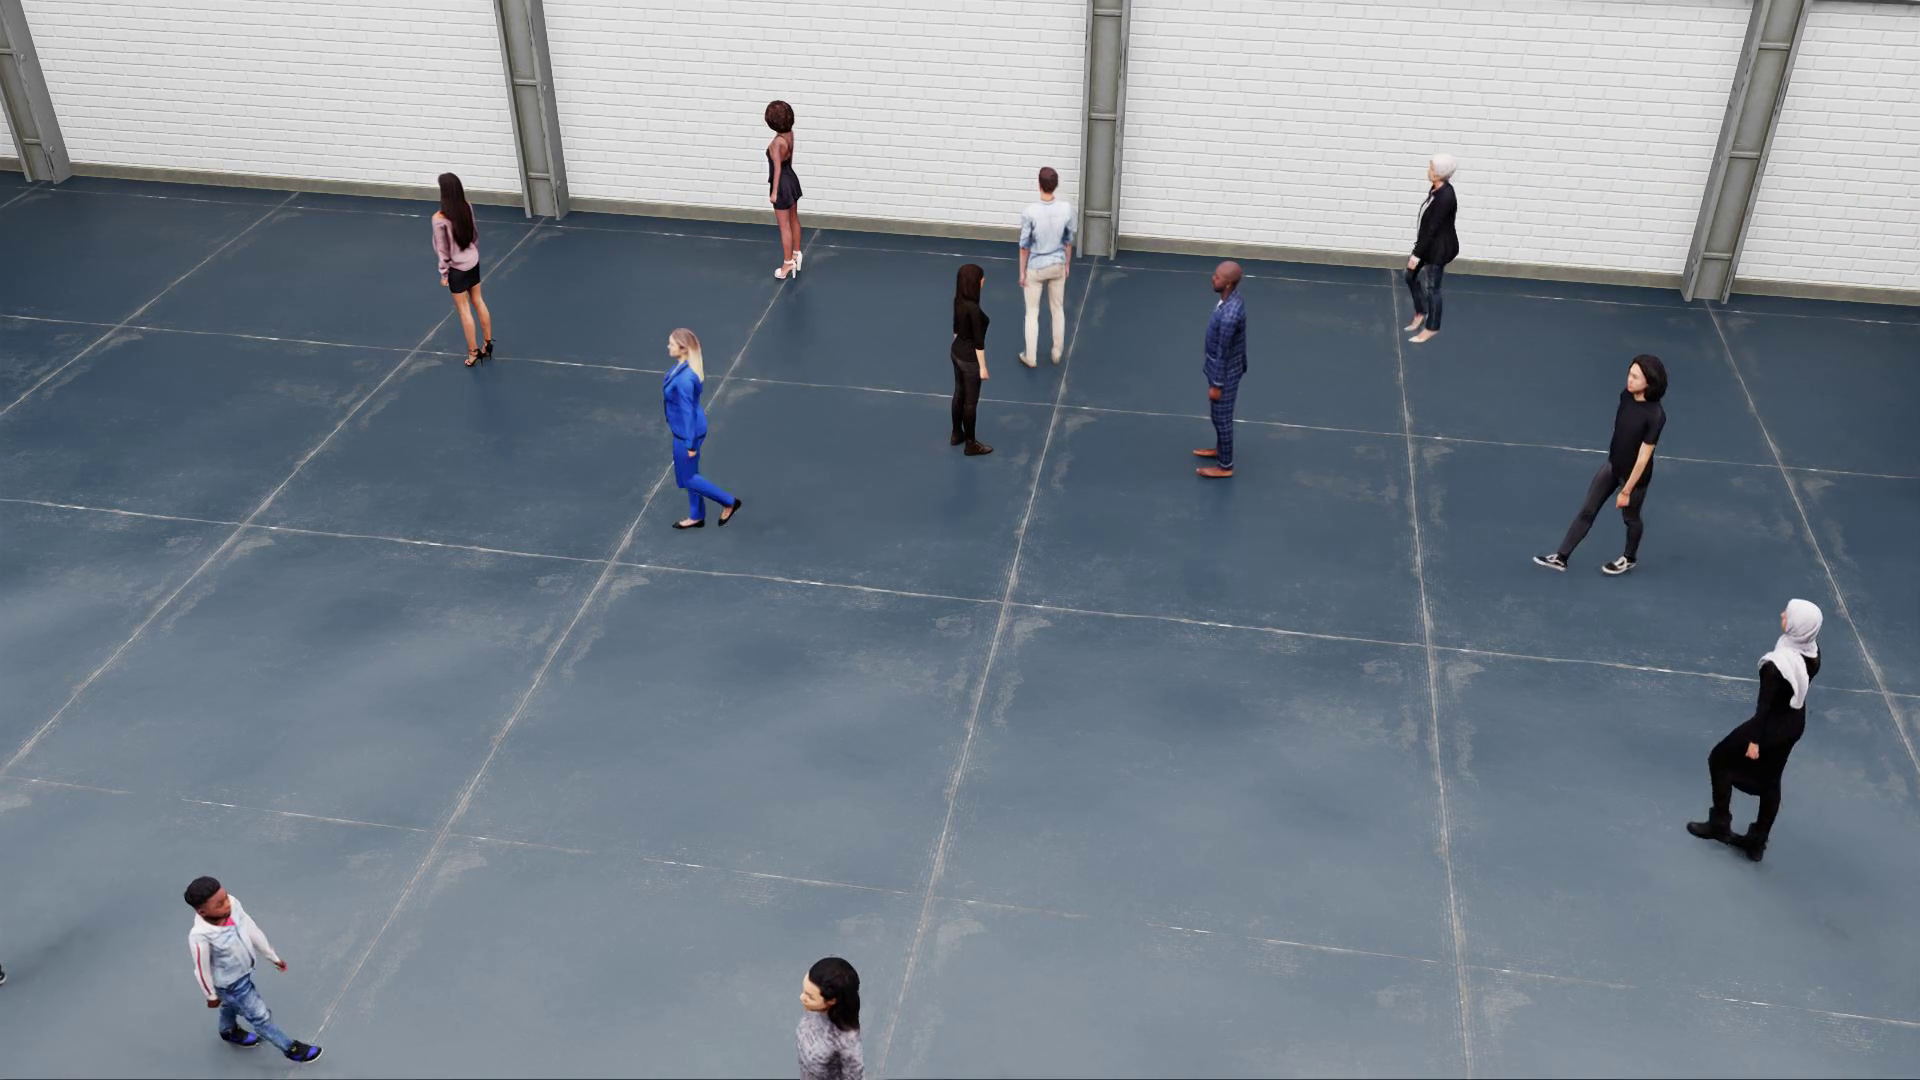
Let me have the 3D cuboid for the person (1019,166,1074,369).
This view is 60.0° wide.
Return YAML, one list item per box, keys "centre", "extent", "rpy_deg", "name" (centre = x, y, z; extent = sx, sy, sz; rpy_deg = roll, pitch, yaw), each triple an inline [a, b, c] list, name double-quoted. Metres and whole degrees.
- centre: [0.758, -2.406, 14.717]
  extent: [0.644, 1.849, 0.793]
  rpy_deg: [-8, 34, -12]
  name: "person"

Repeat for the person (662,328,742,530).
- centre: [-1.933, -0.807, 12.456]
  extent: [0.860, 1.688, 0.749]
  rpy_deg: [-4, 34, -6]
  name: "person"

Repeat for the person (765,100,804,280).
- centre: [-1.719, -3.447, 16.337]
  extent: [0.567, 1.790, 0.574]
  rpy_deg: [10, 35, 15]
  name: "person"

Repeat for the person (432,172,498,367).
- centre: [-4.397, -2.394, 14.733]
  extent: [0.651, 1.811, 0.683]
  rpy_deg: [18, 38, 25]
  name: "person"

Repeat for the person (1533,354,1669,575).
- centre: [4.860, -0.512, 11.907]
  extent: [1.177, 1.805, 0.967]
  rpy_deg: [-9, 35, -13]
  name: "person"

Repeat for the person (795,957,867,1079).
- centre: [-0.490, 2.470, 7.507]
  extent: [1.151, 1.710, 0.976]
  rpy_deg: [-14, 36, -20]
  name: "person"

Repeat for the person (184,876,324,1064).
- centre: [-3.726, 2.161, 8.408]
  extent: [0.842, 1.226, 0.465]
  rpy_deg: [6, 34, 9]
  name: "person"

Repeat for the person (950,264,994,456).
- centre: [0.056, -1.472, 13.499]
  extent: [0.687, 1.642, 0.657]
  rpy_deg: [-15, 37, -22]
  name: "person"

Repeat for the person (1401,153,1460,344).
- centre: [4.128, -2.484, 14.216]
  extent: [0.673, 1.762, 0.733]
  rpy_deg: [4, 34, 6]
  name: "person"

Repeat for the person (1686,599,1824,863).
- centre: [4.692, 1.143, 9.455]
  extent: [0.763, 1.763, 0.830]
  rpy_deg: [-17, 37, -24]
  name: "person"

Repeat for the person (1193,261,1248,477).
- centre: [2.096, -1.366, 13.183]
  extent: [0.594, 1.815, 0.661]
  rpy_deg: [2, 34, 4]
  name: "person"
